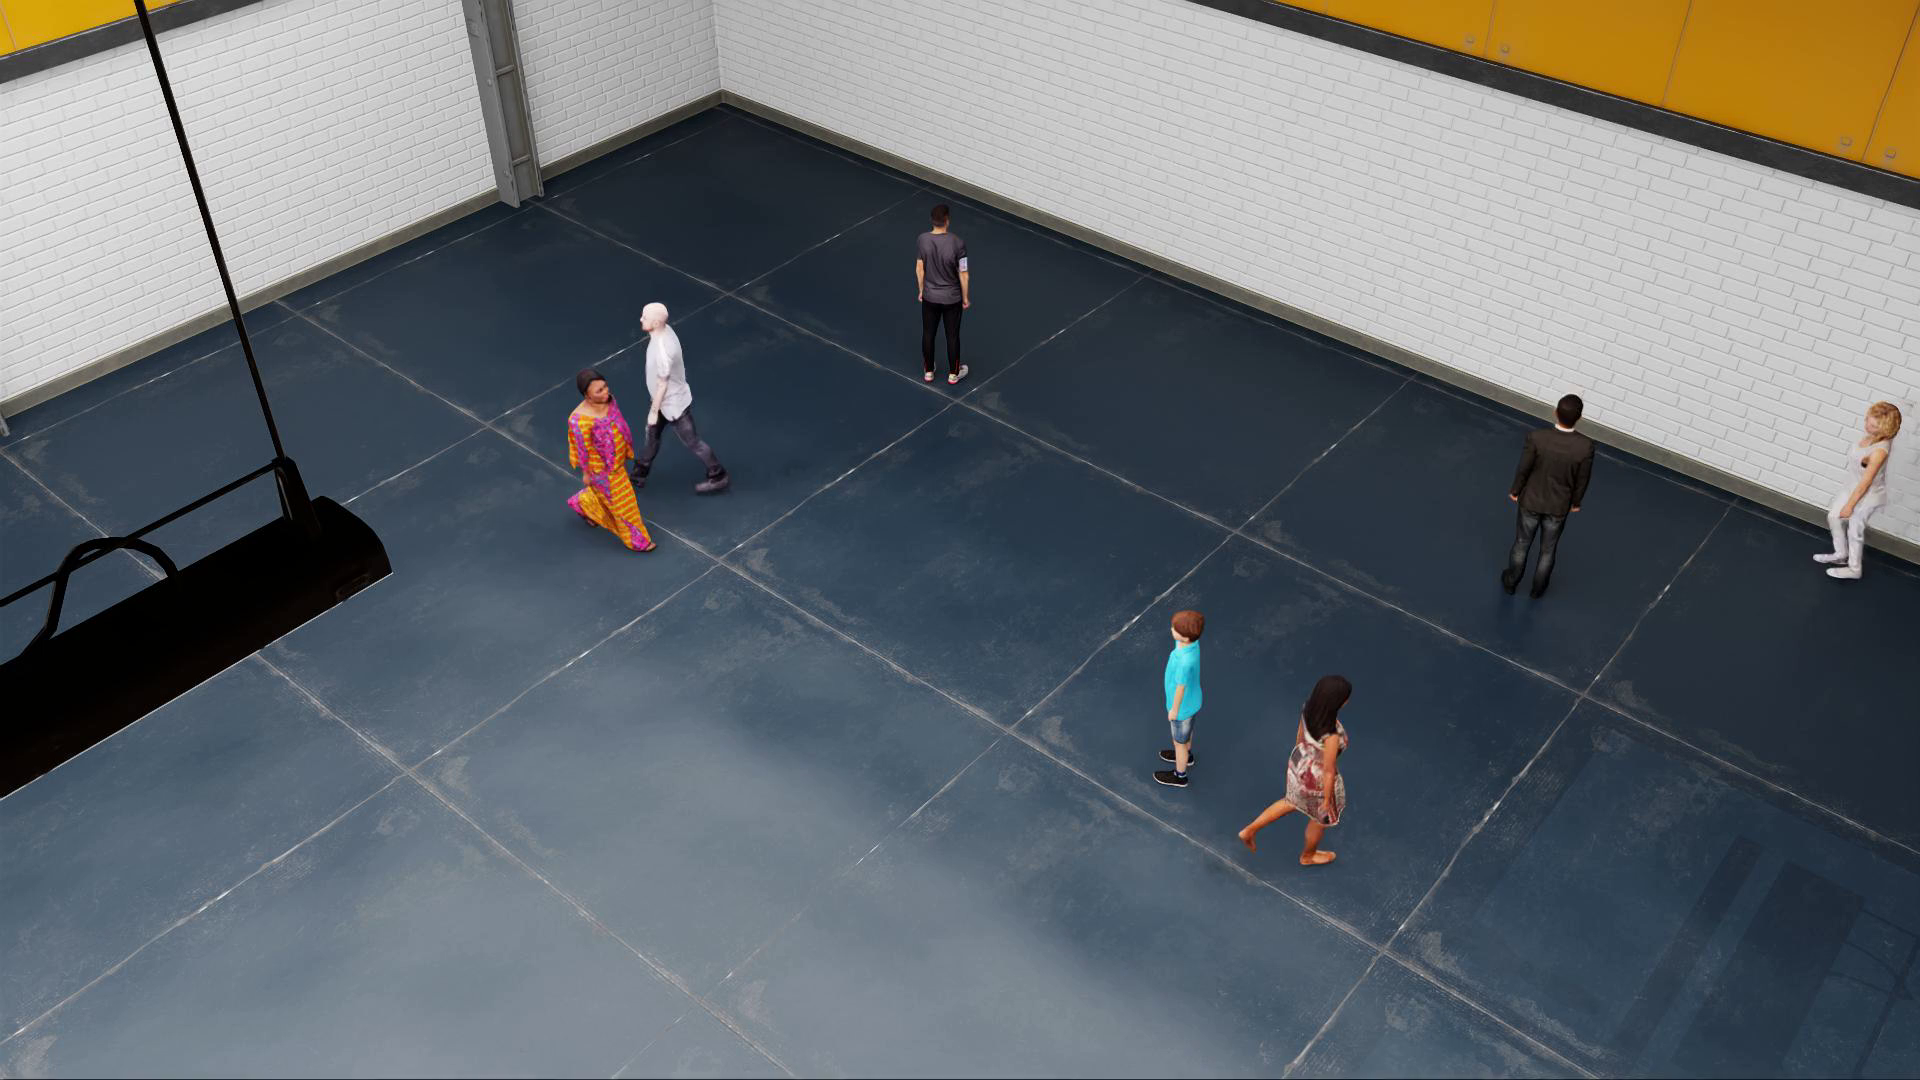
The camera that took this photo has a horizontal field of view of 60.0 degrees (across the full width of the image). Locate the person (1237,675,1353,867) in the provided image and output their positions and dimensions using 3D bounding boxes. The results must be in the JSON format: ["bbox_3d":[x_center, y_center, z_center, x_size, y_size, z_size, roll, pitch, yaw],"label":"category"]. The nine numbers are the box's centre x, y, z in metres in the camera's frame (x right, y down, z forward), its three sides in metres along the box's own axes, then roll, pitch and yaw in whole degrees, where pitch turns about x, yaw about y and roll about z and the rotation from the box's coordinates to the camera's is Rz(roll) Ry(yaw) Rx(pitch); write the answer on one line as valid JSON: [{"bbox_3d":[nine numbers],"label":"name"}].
[{"bbox_3d":[2.132,1.489,10.431,1.026,1.629,0.935,-7,39,-9],"label":"person"}]

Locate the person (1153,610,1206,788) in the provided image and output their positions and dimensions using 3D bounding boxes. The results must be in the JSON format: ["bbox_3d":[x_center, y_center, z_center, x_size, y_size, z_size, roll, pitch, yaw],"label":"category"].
[{"bbox_3d":[1.510,1.046,11.131,0.647,1.447,0.549,7,39,9],"label":"person"}]

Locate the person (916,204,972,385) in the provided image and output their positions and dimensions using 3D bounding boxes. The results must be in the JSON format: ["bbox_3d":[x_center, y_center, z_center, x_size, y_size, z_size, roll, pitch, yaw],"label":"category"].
[{"bbox_3d":[-0.167,-2.204,14.947,0.714,1.764,0.693,10,40,12],"label":"person"}]

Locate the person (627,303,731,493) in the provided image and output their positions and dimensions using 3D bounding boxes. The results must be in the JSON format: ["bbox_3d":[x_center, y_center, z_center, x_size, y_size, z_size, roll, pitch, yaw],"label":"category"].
[{"bbox_3d":[-2.257,-1.115,13.572,1.307,1.778,1.155,-8,39,-10],"label":"person"}]

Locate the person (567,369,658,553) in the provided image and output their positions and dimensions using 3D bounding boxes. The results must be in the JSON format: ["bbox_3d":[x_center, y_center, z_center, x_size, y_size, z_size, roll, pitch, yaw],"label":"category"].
[{"bbox_3d":[-2.839,-0.665,13.096,0.937,1.668,1.097,13,40,16],"label":"person"}]

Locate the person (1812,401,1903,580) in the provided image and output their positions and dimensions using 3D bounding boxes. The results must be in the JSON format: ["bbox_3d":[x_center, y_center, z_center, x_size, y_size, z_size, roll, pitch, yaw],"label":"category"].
[{"bbox_3d":[6.989,-0.358,12.738,0.797,1.637,0.734,18,42,21],"label":"person"}]

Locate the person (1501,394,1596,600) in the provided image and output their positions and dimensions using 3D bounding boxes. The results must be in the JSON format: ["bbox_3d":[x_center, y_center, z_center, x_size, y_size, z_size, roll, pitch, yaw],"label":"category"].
[{"bbox_3d":[4.435,-0.324,12.564,0.743,1.801,0.691,11,40,13],"label":"person"}]
